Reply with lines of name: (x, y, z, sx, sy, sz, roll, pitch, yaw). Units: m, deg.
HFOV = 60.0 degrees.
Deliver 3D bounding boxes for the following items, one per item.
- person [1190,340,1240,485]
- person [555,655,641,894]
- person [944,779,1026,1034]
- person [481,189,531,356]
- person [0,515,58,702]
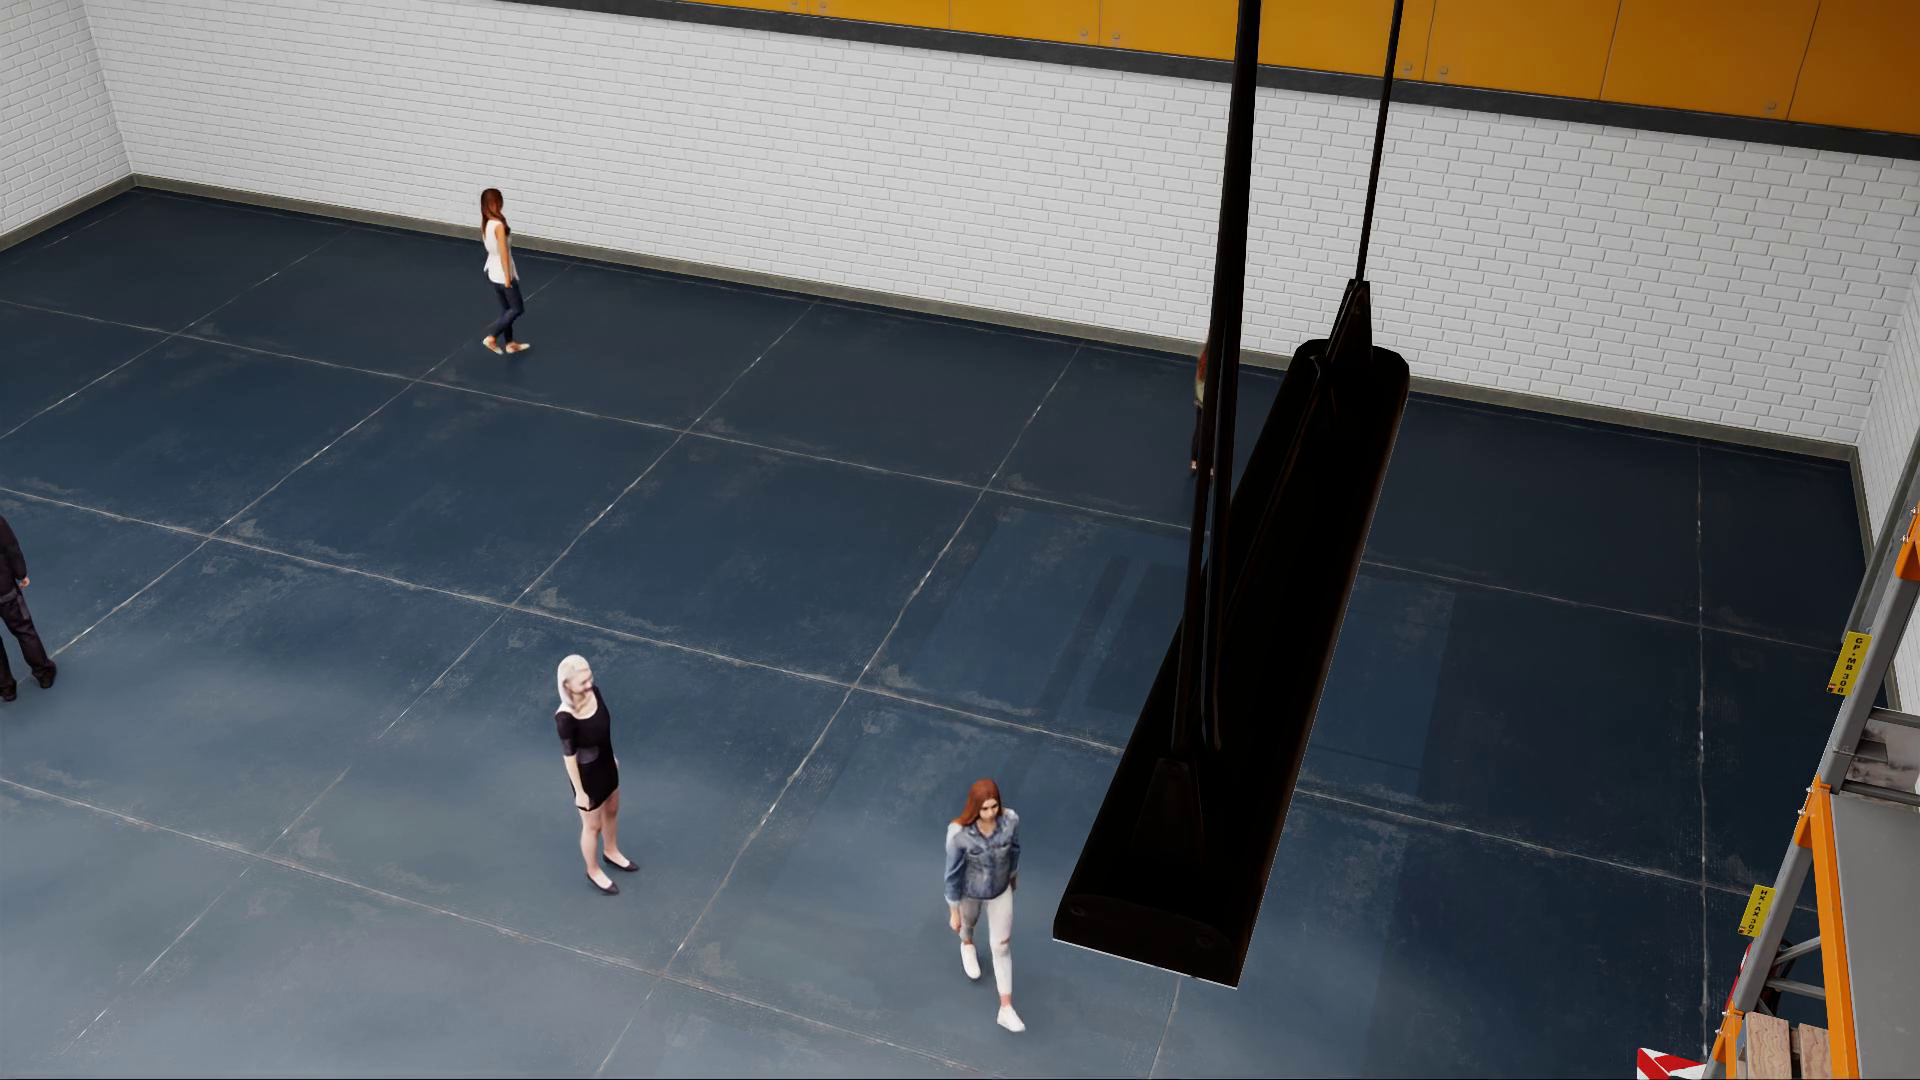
person: (2.236, -1.196, 14.644, 0.624, 1.474, 0.584, 23, 40, 30)
person: (-2.301, 1.446, 10.350, 0.641, 1.829, 0.423, 10, 35, 15)
person: (0.099, 1.987, 9.683, 1.018, 1.665, 1.171, -8, 35, -12)
person: (-4.640, -2.615, 16.511, 0.872, 1.771, 0.792, -23, 40, -31)
person: (-7.034, 0.342, 12.000, 0.749, 1.839, 0.860, -20, 39, -28)
